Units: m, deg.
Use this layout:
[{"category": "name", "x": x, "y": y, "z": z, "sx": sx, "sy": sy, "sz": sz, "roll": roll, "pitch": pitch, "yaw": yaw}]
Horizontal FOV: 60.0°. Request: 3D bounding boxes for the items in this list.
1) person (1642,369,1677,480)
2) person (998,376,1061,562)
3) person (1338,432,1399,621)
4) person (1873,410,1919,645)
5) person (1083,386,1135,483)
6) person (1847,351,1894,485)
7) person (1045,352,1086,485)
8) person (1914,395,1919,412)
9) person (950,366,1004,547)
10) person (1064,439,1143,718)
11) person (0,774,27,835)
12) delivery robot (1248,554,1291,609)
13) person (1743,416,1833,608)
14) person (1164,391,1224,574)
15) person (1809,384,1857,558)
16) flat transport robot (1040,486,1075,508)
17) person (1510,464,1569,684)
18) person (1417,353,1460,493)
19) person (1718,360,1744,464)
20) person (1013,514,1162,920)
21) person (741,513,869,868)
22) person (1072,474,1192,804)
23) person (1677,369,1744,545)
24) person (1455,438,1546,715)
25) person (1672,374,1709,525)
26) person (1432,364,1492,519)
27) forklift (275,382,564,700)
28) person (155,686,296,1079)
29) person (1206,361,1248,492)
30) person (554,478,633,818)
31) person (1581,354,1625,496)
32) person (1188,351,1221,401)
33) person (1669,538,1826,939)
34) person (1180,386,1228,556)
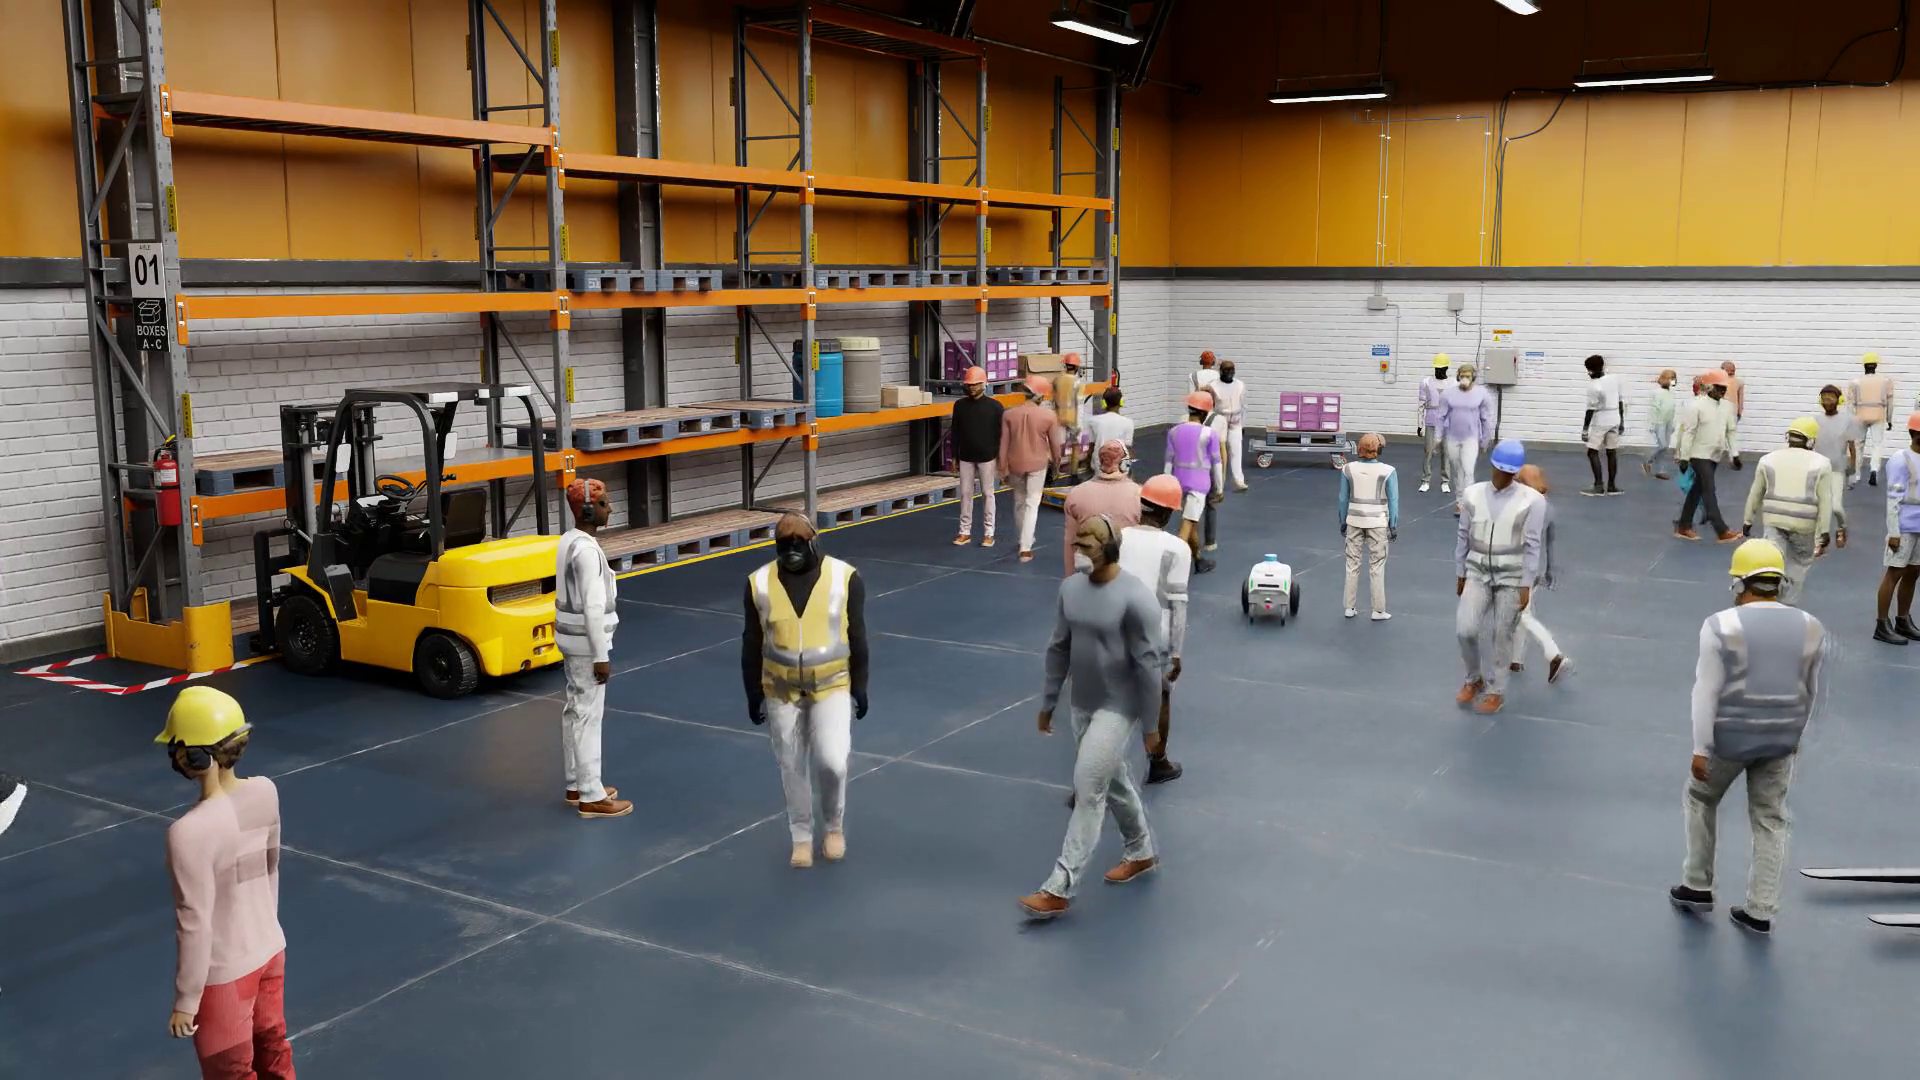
[{"category": "person", "x": 10.254, "y": -1.678, "z": 24.251, "sx": 0.525, "sy": 1.619, "sz": 0.371, "roll": -6, "pitch": 11, "yaw": -32}, {"category": "person", "x": 0.744, "y": -0.766, "z": 17.653, "sx": 0.612, "sy": 1.922, "sz": 1.024, "roll": 3, "pitch": 10, "yaw": 20}, {"category": "person", "x": 3.542, "y": -0.115, "z": 14.440, "sx": 0.525, "sy": 1.639, "sz": 0.307, "roll": 6, "pitch": 11, "yaw": 32}, {"category": "person", "x": 7.739, "y": -0.105, "z": 13.498, "sx": 0.548, "sy": 1.929, "sz": 0.392, "roll": -5, "pitch": 10, "yaw": -27}, {"category": "person", "x": 1.531, "y": -0.659, "z": 17.218, "sx": 0.571, "sy": 1.837, "sz": 0.524, "roll": 3, "pitch": 10, "yaw": 19}, {"category": "person", "x": 13.034, "y": -1.751, "z": 23.839, "sx": 0.610, "sy": 1.901, "sz": 0.837, "roll": 5, "pitch": 10, "yaw": 29}, {"category": "person", "x": 1.486, "y": -1.695, "z": 23.454, "sx": 0.551, "sy": 1.914, "sz": 0.706, "roll": 6, "pitch": 11, "yaw": 32}, {"category": "person", "x": 12.522, "y": -1.281, "z": 21.257, "sx": 0.626, "sy": 1.806, "sz": 0.971, "roll": 6, "pitch": 11, "yaw": 33}, {"category": "person", "x": 0.182, "y": -0.918, "z": 18.346, "sx": 0.623, "sy": 1.992, "sz": 0.397, "roll": 3, "pitch": 10, "yaw": 20}, {"category": "person", "x": 1.030, "y": 0.269, "z": 11.225, "sx": 0.652, "sy": 1.904, "sz": 0.403, "roll": 3, "pitch": 10, "yaw": 17}, {"category": "person", "x": -5.445, "y": 0.689, "z": 8.653, "sx": 0.836, "sy": 1.893, "sz": 0.593, "roll": -9, "pitch": 13, "yaw": -44}, {"category": "delivery robot", "x": 2.709, "y": 0.366, "z": 14.522, "sx": 0.477, "sy": 0.478, "sz": 0.707, "roll": 2, "pitch": 9, "yaw": 13}, {"category": "person", "x": 7.059, "y": -0.156, "z": 14.182, "sx": 0.718, "sy": 1.793, "sz": 0.688, "roll": 7, "pitch": 11, "yaw": 37}, {"category": "person", "x": 2.260, "y": -0.518, "z": 16.297, "sx": 0.542, "sy": 1.877, "sz": 1.069, "roll": 7, "pitch": 12, "yaw": 38}, {"category": "person", "x": 9.267, "y": -0.742, "z": 17.687, "sx": 0.552, "sy": 1.852, "sz": 0.583, "roll": 8, "pitch": 12, "yaw": 41}, {"category": "flat transport robot", "x": 1.517, "y": -0.521, "z": 21.236, "sx": 0.652, "sy": 0.197, "sz": 1.431, "roll": -5, "pitch": 10, "yaw": -28}, {"category": "person", "x": 4.252, "y": 0.248, "z": 12.313, "sx": 0.506, "sy": 1.609, "sz": 0.735, "roll": -6, "pitch": 11, "yaw": -32}, {"category": "person", "x": 6.594, "y": -1.606, "z": 22.868, "sx": 0.594, "sy": 1.920, "sz": 0.377, "roll": 3, "pitch": 9, "yaw": 16}, {"category": "person", "x": 12.125, "y": -2.018, "z": 26.330, "sx": 0.521, "sy": 1.638, "sz": 0.311, "roll": 1, "pitch": 9, "yaw": 4}, {"category": "person", "x": 0.632, "y": 0.811, "z": 7.919, "sx": 0.995, "sy": 1.883, "sz": 0.646, "roll": -6, "pitch": 11, "yaw": -33}, {"category": "person", "x": -0.785, "y": 0.762, "z": 8.403, "sx": 0.644, "sy": 1.824, "sz": 0.451, "roll": 0, "pitch": 9, "yaw": 2}, {"category": "person", "x": 0.994, "y": 0.573, "z": 9.490, "sx": 0.599, "sy": 1.883, "sz": 0.934, "roll": 3, "pitch": 10, "yaw": 19}, {"category": "person", "x": 8.415, "y": -0.919, "z": 18.479, "sx": 0.613, "sy": 1.943, "sz": 1.019, "roll": -5, "pitch": 10, "yaw": -28}, {"category": "person", "x": 3.632, "y": 0.256, "z": 11.275, "sx": 0.615, "sy": 1.914, "sz": 0.462, "roll": 7, "pitch": 11, "yaw": 36}, {"category": "person", "x": 8.774, "y": -1.045, "z": 19.683, "sx": 0.612, "sy": 1.816, "sz": 0.587, "roll": -4, "pitch": 10, "yaw": -22}, {"category": "person", "x": 6.128, "y": -1.194, "z": 20.386, "sx": 0.647, "sy": 1.888, "sz": 0.995, "roll": 6, "pitch": 11, "yaw": 32}, {"category": "forklift", "x": -3.974, "y": -0.067, "z": 12.417, "sx": 2.313, "sy": 2.155, "sz": 1.214, "roll": 5, "pitch": 11, "yaw": 30}, {"category": "person", "x": -2.265, "y": 1.313, "z": 5.136, "sx": 0.308, "sy": 1.770, "sz": 0.522, "roll": 1, "pitch": 9, "yaw": 5}, {"category": "person", "x": 3.683, "y": -1.556, "z": 22.930, "sx": 0.651, "sy": 1.799, "sz": 0.900, "roll": -2, "pitch": 9, "yaw": -12}, {"category": "person", "x": -2.067, "y": 0.595, "z": 9.258, "sx": 0.362, "sy": 1.883, "sz": 0.575, "roll": -4, "pitch": 10, "yaw": -24}, {"category": "person", "x": 8.758, "y": -1.554, "z": 22.572, "sx": 0.738, "sy": 1.926, "sz": 0.369, "roll": -5, "pitch": 10, "yaw": -27}, {"category": "person", "x": 3.626, "y": -1.836, "z": 24.430, "sx": 0.573, "sy": 1.883, "sz": 0.353, "roll": 2, "pitch": 9, "yaw": 10}, {"category": "person", "x": 3.598, "y": 0.885, "z": 7.665, "sx": 0.609, "sy": 1.806, "sz": 0.648, "roll": 0, "pitch": 9, "yaw": -1}, {"category": "person", "x": 2.599, "y": -0.736, "z": 17.855, "sx": 0.523, "sy": 1.809, "sz": 0.671, "roll": 1, "pitch": 9, "yaw": 5}]
